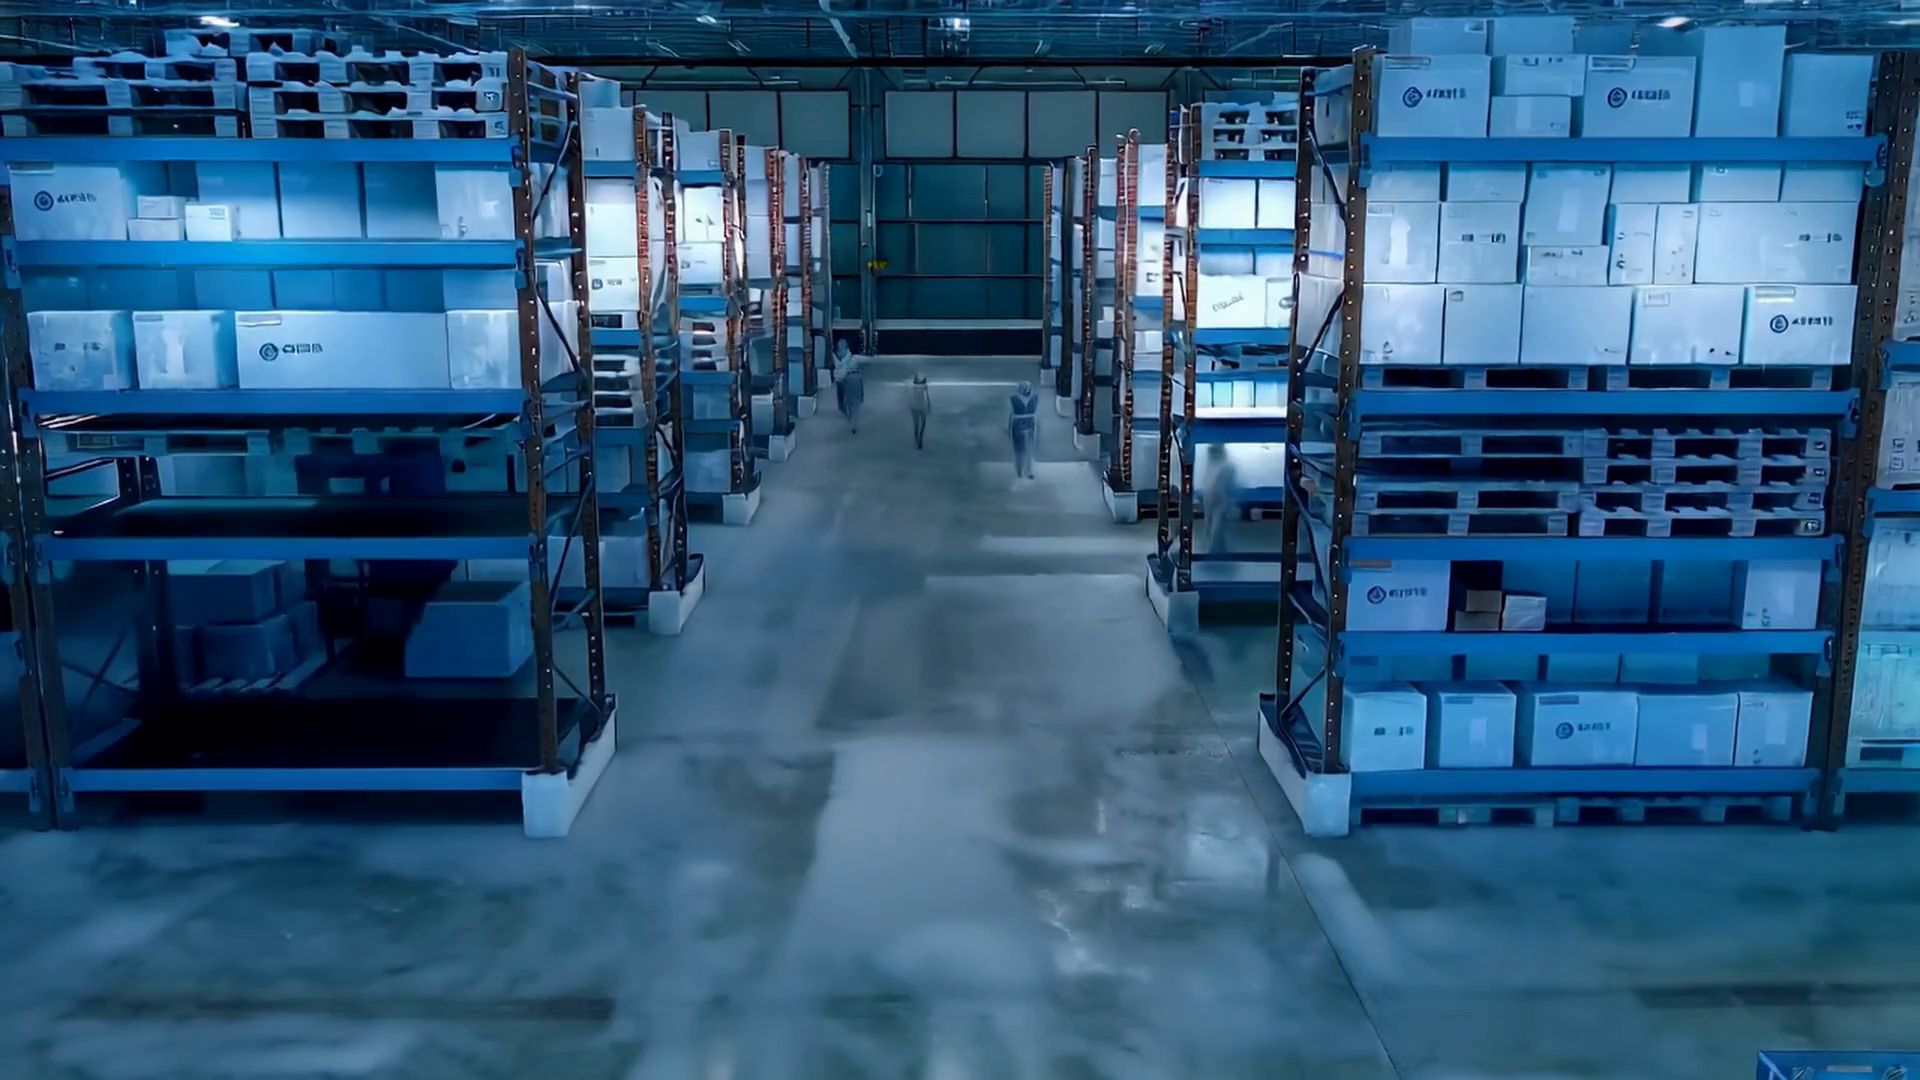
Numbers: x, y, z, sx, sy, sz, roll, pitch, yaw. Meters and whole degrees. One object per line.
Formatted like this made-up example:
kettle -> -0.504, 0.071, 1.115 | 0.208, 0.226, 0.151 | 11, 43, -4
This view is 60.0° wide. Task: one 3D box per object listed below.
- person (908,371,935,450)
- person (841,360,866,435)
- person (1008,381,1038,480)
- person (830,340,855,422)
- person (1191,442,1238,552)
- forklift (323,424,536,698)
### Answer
person -> -0.766, -2.632, 33.902 | 0.527, 1.597, 0.775 | -3, 12, -15
person -> -2.316, -3.123, 36.362 | 0.530, 1.593, 0.787 | 2, 12, 10
person -> 1.151, -1.995, 30.291 | 0.586, 1.788, 0.984 | -2, 12, -10
person -> -2.702, -3.699, 38.509 | 0.612, 1.899, 0.644 | 1, 11, 3
person -> 3.375, -0.471, 22.573 | 0.992, 1.852, 0.667 | -7, 14, -33
forklift -> -5.388, 0.183, 16.793 | 1.873, 2.768, 1.129 | 0, 11, -1
